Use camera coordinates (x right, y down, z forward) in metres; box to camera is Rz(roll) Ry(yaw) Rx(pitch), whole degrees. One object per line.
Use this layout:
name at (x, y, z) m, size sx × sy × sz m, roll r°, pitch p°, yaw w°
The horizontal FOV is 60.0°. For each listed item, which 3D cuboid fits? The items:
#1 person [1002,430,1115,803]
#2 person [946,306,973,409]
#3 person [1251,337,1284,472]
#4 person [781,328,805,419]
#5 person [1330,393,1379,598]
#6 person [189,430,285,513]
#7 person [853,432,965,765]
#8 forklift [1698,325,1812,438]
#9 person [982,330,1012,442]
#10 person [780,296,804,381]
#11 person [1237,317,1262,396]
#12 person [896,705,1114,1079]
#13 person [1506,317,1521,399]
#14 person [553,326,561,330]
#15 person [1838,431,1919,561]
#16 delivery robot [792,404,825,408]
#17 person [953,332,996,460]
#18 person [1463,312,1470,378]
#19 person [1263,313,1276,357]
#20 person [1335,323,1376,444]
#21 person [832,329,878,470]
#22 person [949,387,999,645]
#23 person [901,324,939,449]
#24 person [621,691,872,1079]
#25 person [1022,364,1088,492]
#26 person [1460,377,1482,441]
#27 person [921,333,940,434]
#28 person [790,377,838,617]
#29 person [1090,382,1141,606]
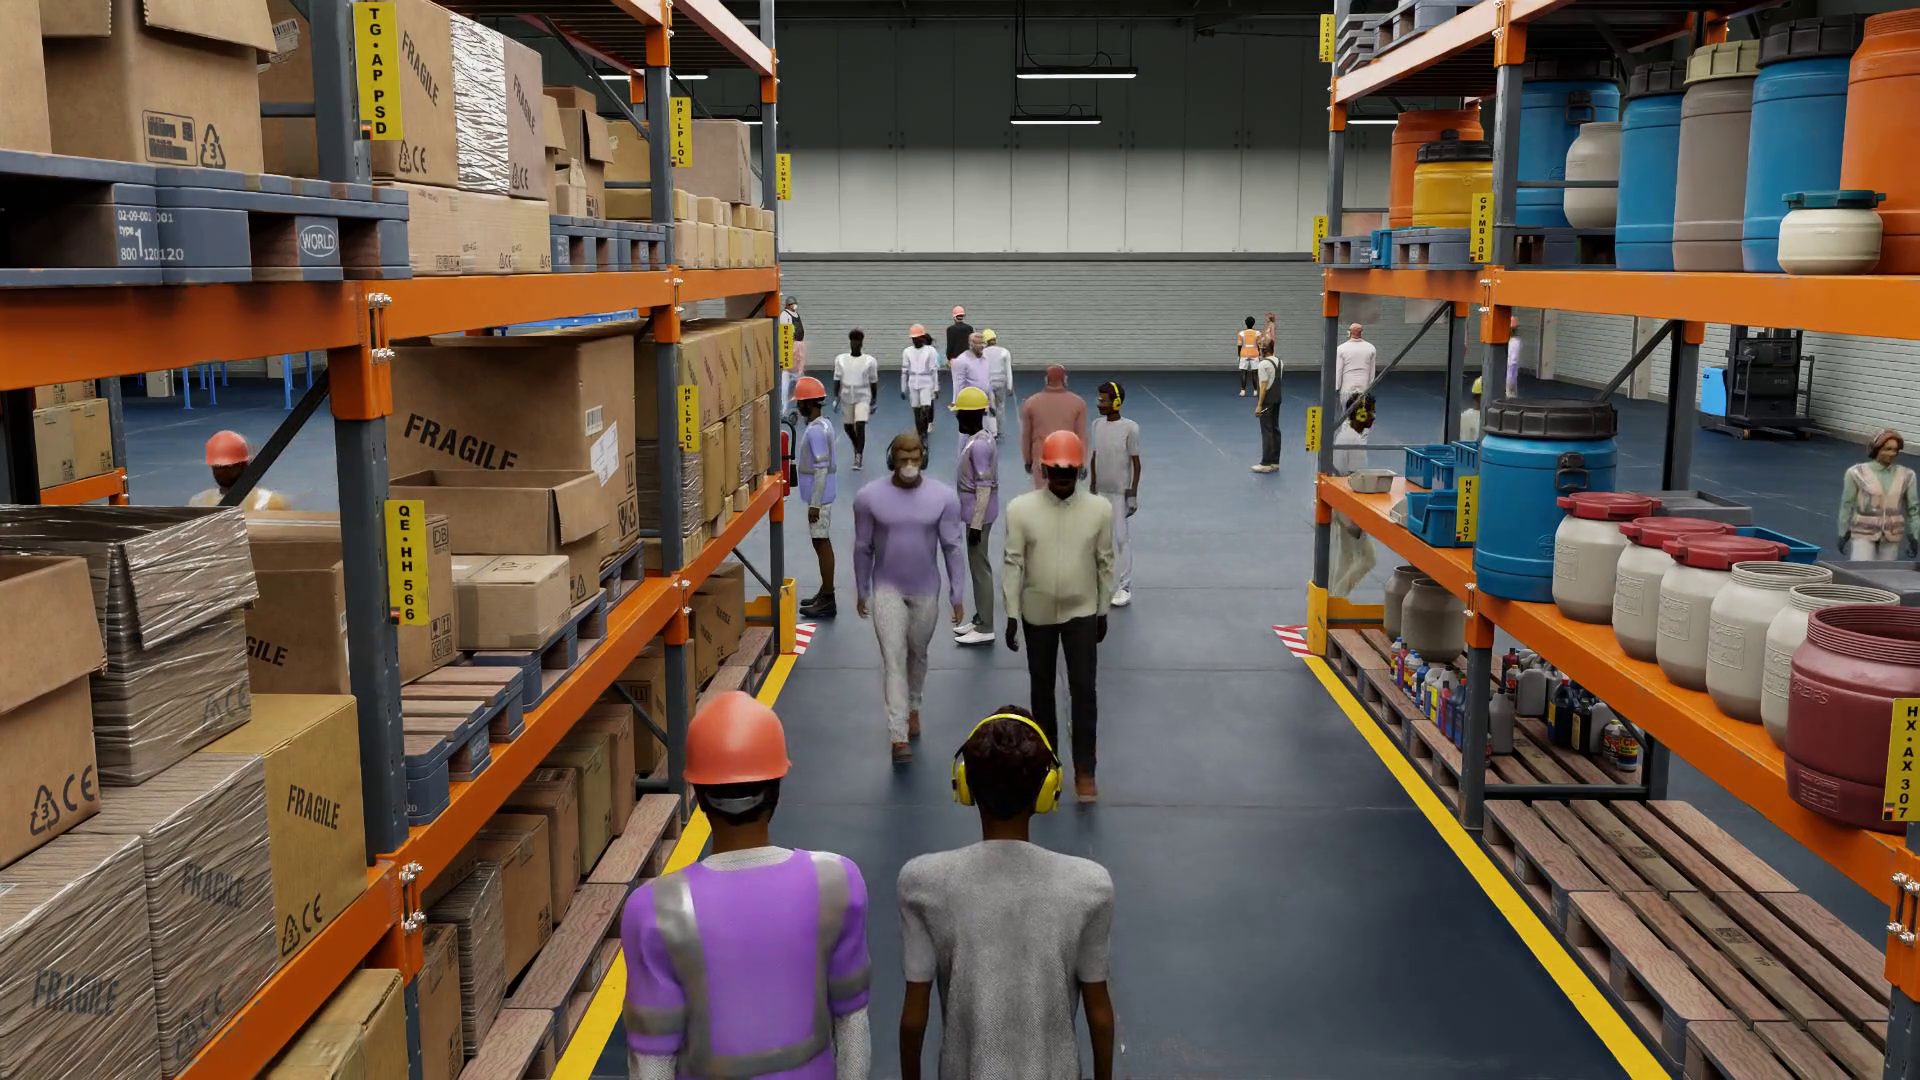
person at (0.529, 0.405, 8.843) m, size 0.612 × 1.957 × 0.890 m, roll 0°, pitch 9°, yaw 0°
person at (-0.017, -3.568, 32.550) m, size 0.612 × 1.996 × 0.389 m, roll -6°, pitch 11°, yaw -32°
person at (4.213, -1.853, 22.747) m, size 0.348 × 1.840 × 0.505 m, roll 9°, pitch 13°, yaw 42°
person at (-3.059, -3.104, 30.569) m, size 0.529 × 1.731 × 0.859 m, roll 3°, pitch 10°, yaw 18°
person at (3.071, -0.221, 12.932) m, size 0.383 × 1.854 × 0.562 m, roll 0°, pitch 9°, yaw 0°
person at (-4.123, 0.301, 9.627) m, size 0.545 × 1.918 × 0.815 m, roll -1°, pitch 10°, yaw -4°
person at (-0.298, 0.298, 9.749) m, size 0.644 × 1.887 × 1.030 m, roll -1°, pitch 10°, yaw -6°
forklift at (13.248, -3.165, 27.620) m, size 1.129 × 2.768 × 1.873 m, roll 0°, pitch 9°, yaw 1°
person at (0.511, -2.470, 26.628) m, size 0.612 × 1.770 × 0.956 m, roll -1°, pitch 10°, yaw -6°
person at (-4.044, -4.873, 40.361) m, size 0.538 × 2.000 × 0.683 m, roll 4°, pitch 10°, yaw 22°
person at (6.190, -3.921, 35.564) m, size 0.532 × 1.696 × 0.319 m, roll 0°, pitch 9°, yaw 3°
person at (0.108, 1.295, 3.795) m, size 0.519 × 1.874 × 0.331 m, roll 1°, pitch 10°, yaw 5°
person at (8.827, -2.588, 26.653) m, size 0.940 × 2.012 × 0.617 m, roll -1°, pitch 10°, yaw -6°
person at (-9.830, -4.700, 40.461) m, size 0.511 × 1.619 × 0.538 m, roll 2°, pitch 10°, yaw 14°
person at (6.857, -0.002, 12.429) m, size 0.532 × 1.622 × 0.730 m, roll 1°, pitch 10°, yaw 7°
delivery robot at (-2.660, -2.455, 29.253) m, size 0.335 × 0.223 × 0.698 m, roll 6°, pitch 11°, yaw 33°
person at (0.209, -1.870, 22.654) m, size 0.669 × 1.906 × 0.406 m, roll -9°, pitch 13°, yaw -44°
person at (12.512, -4.936, 41.433) m, size 0.311 × 1.768 × 0.533 m, roll -2°, pitch 10°, yaw -11°
person at (7.468, -4.656, 40.123) m, size 0.307 × 1.644 × 0.511 m, roll -1°, pitch 10°, yaw -7°
person at (6.107, -2.396, 25.794) m, size 0.638 × 1.911 × 0.402 m, roll -1°, pitch 10°, yaw -4°
person at (-1.440, -1.986, 23.255) m, size 0.615 × 1.940 × 0.822 m, roll 2°, pitch 10°, yaw 12°
person at (0.106, -0.188, 12.507) m, size 0.371 × 1.925 × 0.595 m, roll 0°, pitch 9°, yaw 0°
person at (-0.634, -2.323, 25.317) m, size 0.583 × 1.915 × 0.628 m, roll 3°, pitch 10°, yaw 18°
person at (-0.470, 1.286, 3.660) m, size 0.550 × 1.933 × 0.375 m, roll -4°, pitch 10°, yaw -24°
person at (0.938, -0.812, 16.488) m, size 0.665 × 1.845 × 1.050 m, roll 1°, pitch 10°, yaw 8°
person at (5.087, -0.748, 16.389) m, size 0.535 × 1.748 × 0.486 m, roll -5°, pitch 11°, yaw -29°
person at (-0.578, -2.611, 27.719) m, size 0.558 × 1.681 × 0.379 m, roll 6°, pitch 11°, yaw 34°
person at (-1.182, -0.356, 13.491) m, size 0.373 × 1.933 × 0.550 m, roll 0°, pitch 9°, yaw -1°
person at (1.274, -0.389, 13.907) m, size 0.513 × 1.866 × 0.331 m, roll 9°, pitch 13°, yaw 43°
